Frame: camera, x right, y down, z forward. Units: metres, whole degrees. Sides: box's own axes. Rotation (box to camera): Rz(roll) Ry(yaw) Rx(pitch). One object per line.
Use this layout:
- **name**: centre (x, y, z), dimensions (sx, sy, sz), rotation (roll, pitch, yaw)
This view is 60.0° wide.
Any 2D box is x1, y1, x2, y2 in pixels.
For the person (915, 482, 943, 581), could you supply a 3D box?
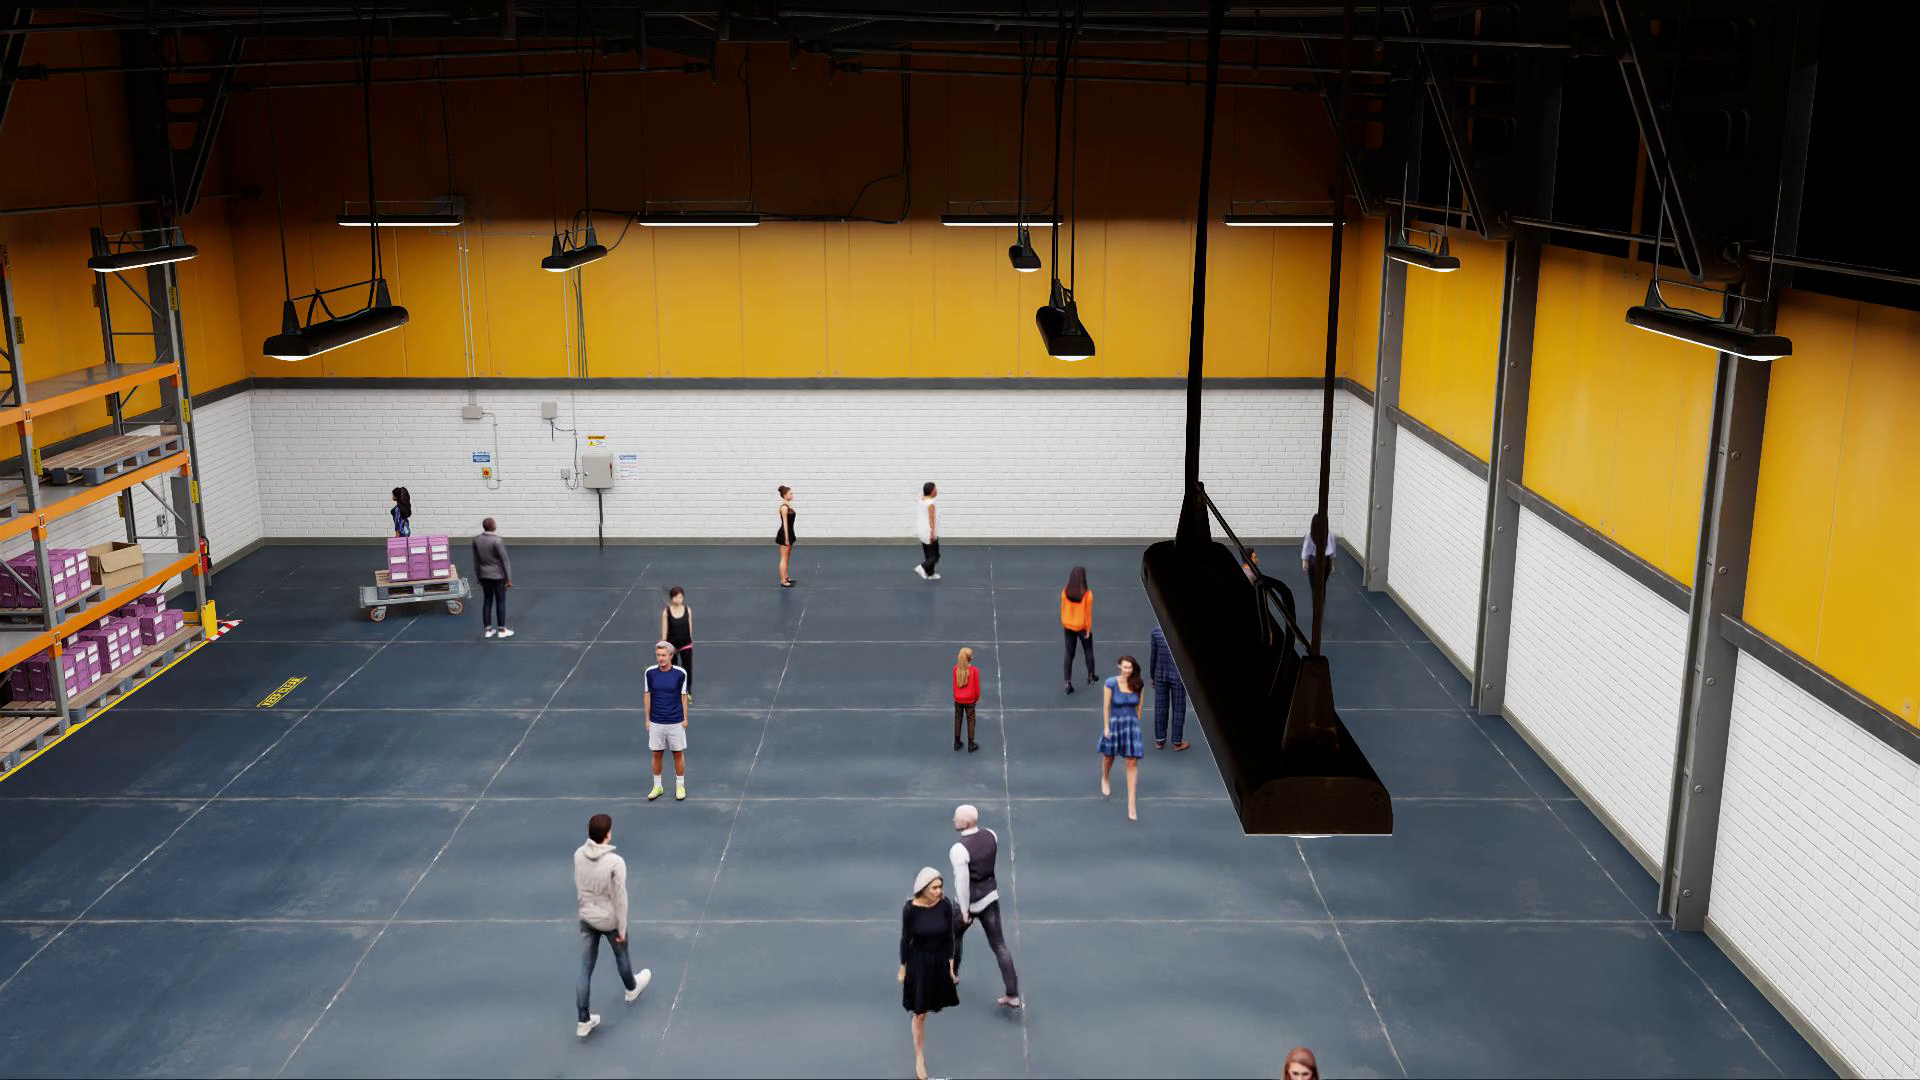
- **person**: centre (-0.559, -0.125, 27.668), dimensions (0.870, 1.676, 0.812), rotation (-6, 15, -23)

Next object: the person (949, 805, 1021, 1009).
- **person**: centre (0.203, 3.127, 14.047), dimensions (1.229, 1.766, 1.363), rotation (-11, 17, -38)

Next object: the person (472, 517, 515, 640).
- **person**: centre (-6.911, 0.553, 24.570), dimensions (0.796, 1.817, 0.723), rotation (5, 14, 19)

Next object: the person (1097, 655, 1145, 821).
- **person**: centre (1.739, 2.114, 18.241), dimensions (0.758, 1.762, 1.200), rotation (-2, 14, -9)

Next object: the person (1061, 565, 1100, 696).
- **person**: centre (1.509, 1.214, 22.034), dimensions (0.920, 1.725, 1.073), rotation (7, 15, 28)

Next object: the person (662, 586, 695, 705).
- **person**: centre (-3.727, 1.357, 21.888), dimensions (0.823, 1.517, 1.111), rotation (-5, 15, -21)

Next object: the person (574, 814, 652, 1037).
- **person**: centre (-3.021, 3.185, 13.710), dimensions (0.957, 1.812, 1.299), rotation (5, 14, 18)

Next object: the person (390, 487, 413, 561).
- **person**: centre (-9.290, -0.101, 27.697), dimensions (0.669, 1.617, 0.482), rotation (0, 14, -2)

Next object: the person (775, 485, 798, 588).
- **person**: centre (-2.867, -0.077, 27.475), dimensions (0.649, 1.673, 0.519), rotation (1, 14, 5)

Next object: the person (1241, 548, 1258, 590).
- **person**: centre (3.957, 0.970, 22.950), dimensions (0.725, 1.769, 0.496), rotation (-7, 15, -25)

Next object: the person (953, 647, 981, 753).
- **person**: centre (0.064, 1.916, 20.078), dimensions (0.535, 1.282, 0.554), rotation (4, 14, 16)

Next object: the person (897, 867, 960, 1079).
- **person**: centre (-0.262, 3.367, 13.120), dimensions (0.794, 1.735, 0.995), rotation (-4, 14, -15)

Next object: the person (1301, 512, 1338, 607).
- **person**: centre (5.451, 0.442, 25.210), dimensions (0.672, 1.730, 0.671), rotation (0, 14, 2)

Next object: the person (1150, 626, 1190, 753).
- **person**: centre (2.545, 1.641, 20.072), dimensions (0.752, 1.818, 0.752), rotation (6, 15, 22)

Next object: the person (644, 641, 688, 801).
- **person**: centre (-3.276, 1.993, 18.574), dimensions (0.621, 1.839, 0.535), rotation (0, 14, 0)
